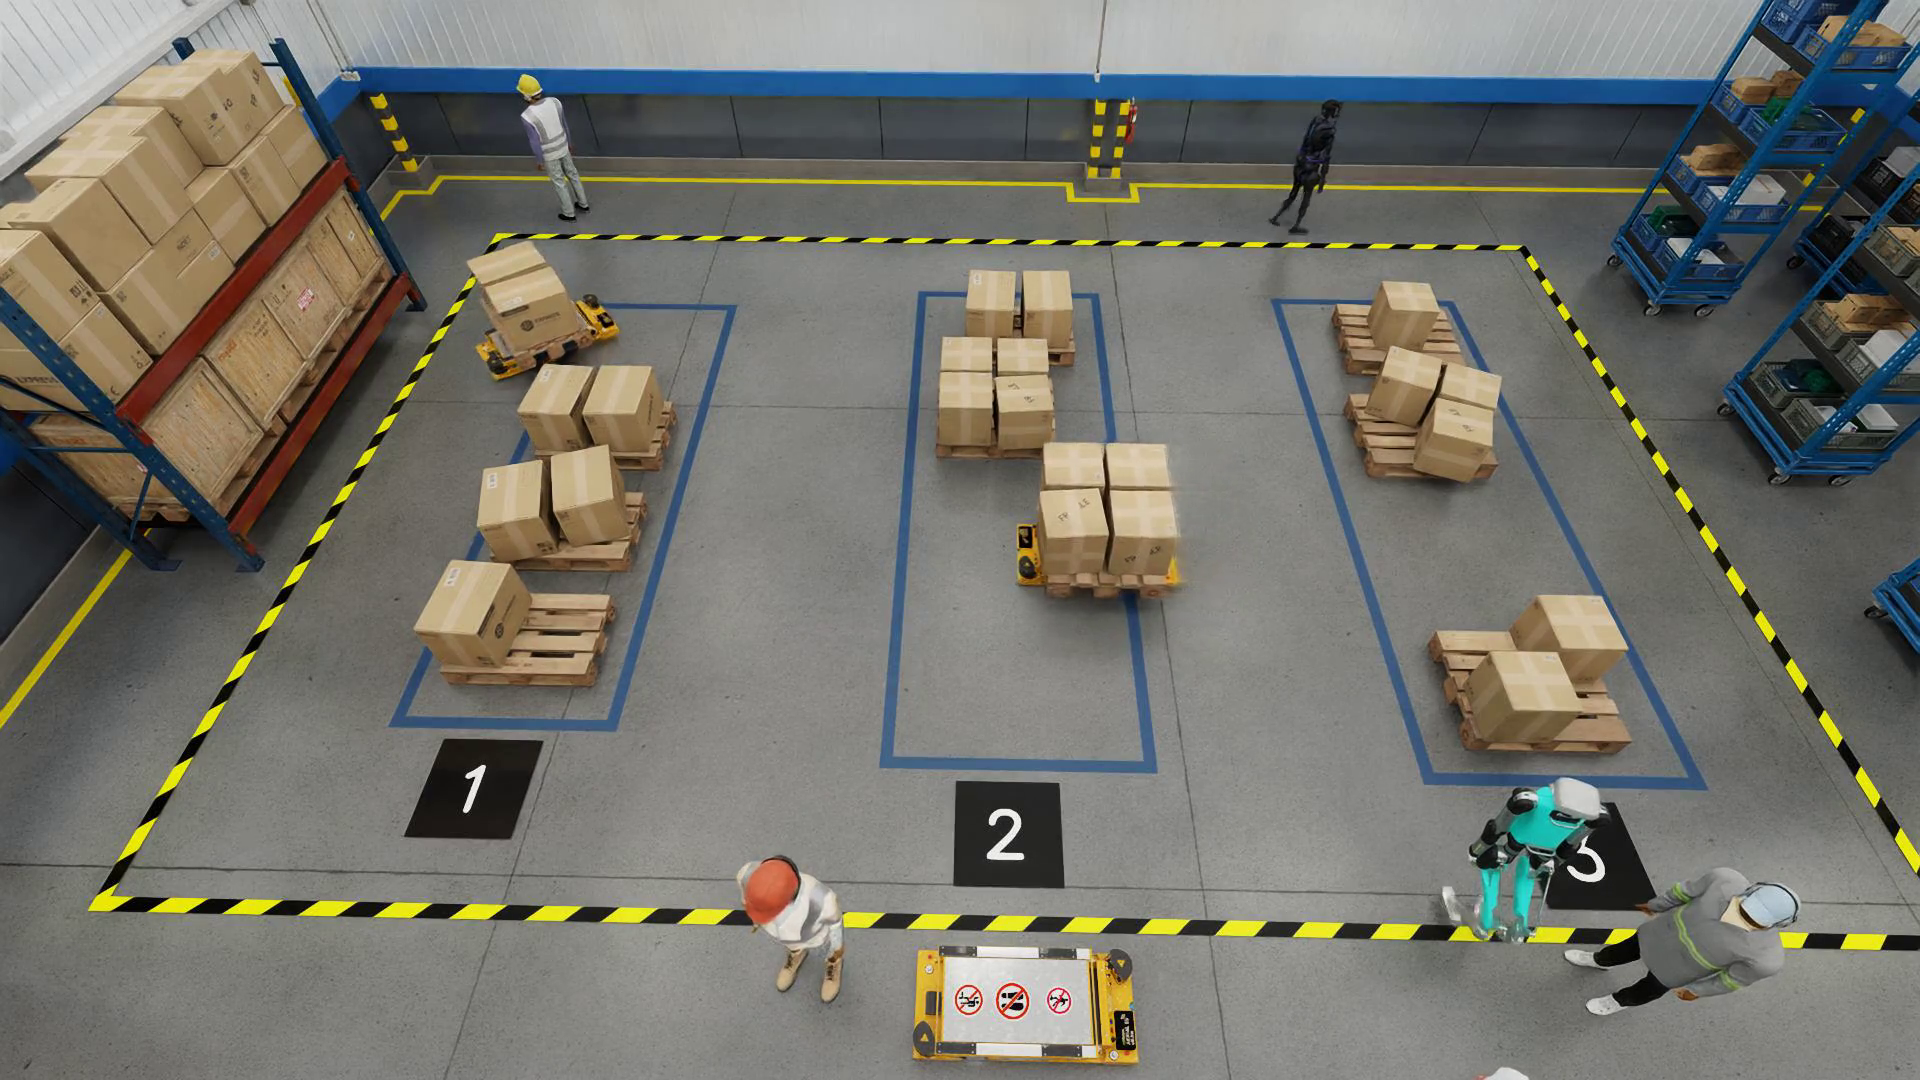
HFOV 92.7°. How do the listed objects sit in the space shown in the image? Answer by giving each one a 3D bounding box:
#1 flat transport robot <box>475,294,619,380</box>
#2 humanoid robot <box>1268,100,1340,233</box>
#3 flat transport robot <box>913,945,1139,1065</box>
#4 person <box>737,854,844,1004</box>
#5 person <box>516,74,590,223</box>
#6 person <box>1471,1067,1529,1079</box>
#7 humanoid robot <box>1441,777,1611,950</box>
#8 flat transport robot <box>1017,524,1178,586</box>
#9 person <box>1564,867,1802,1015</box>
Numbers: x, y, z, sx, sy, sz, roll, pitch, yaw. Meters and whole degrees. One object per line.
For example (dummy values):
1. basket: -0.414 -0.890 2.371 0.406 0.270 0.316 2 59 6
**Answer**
1. flat transport robot: -4.677 -2.317 10.357 1.431 0.197 0.652 -30 57 -22
2. humanoid robot: 4.251 -4.575 11.332 0.547 1.672 0.608 -12 52 -10
3. flat transport robot: 0.422 3.041 6.007 1.431 0.231 0.659 1 51 1
4. person: -0.977 2.327 5.453 0.604 2.033 0.395 13 52 11
5. person: -5.092 -4.874 11.447 0.404 1.837 0.589 23 54 18
6. person: 2.622 3.183 4.837 0.390 1.911 0.579 28 56 21
7. humanoid robot: 3.487 2.186 5.735 0.543 1.736 0.776 10 51 8
8. flat transport robot: 1.242 0.099 8.387 1.431 0.197 0.652 1 51 1
9. person: 4.308 2.425 5.486 0.360 1.852 0.596 -1 51 -1
